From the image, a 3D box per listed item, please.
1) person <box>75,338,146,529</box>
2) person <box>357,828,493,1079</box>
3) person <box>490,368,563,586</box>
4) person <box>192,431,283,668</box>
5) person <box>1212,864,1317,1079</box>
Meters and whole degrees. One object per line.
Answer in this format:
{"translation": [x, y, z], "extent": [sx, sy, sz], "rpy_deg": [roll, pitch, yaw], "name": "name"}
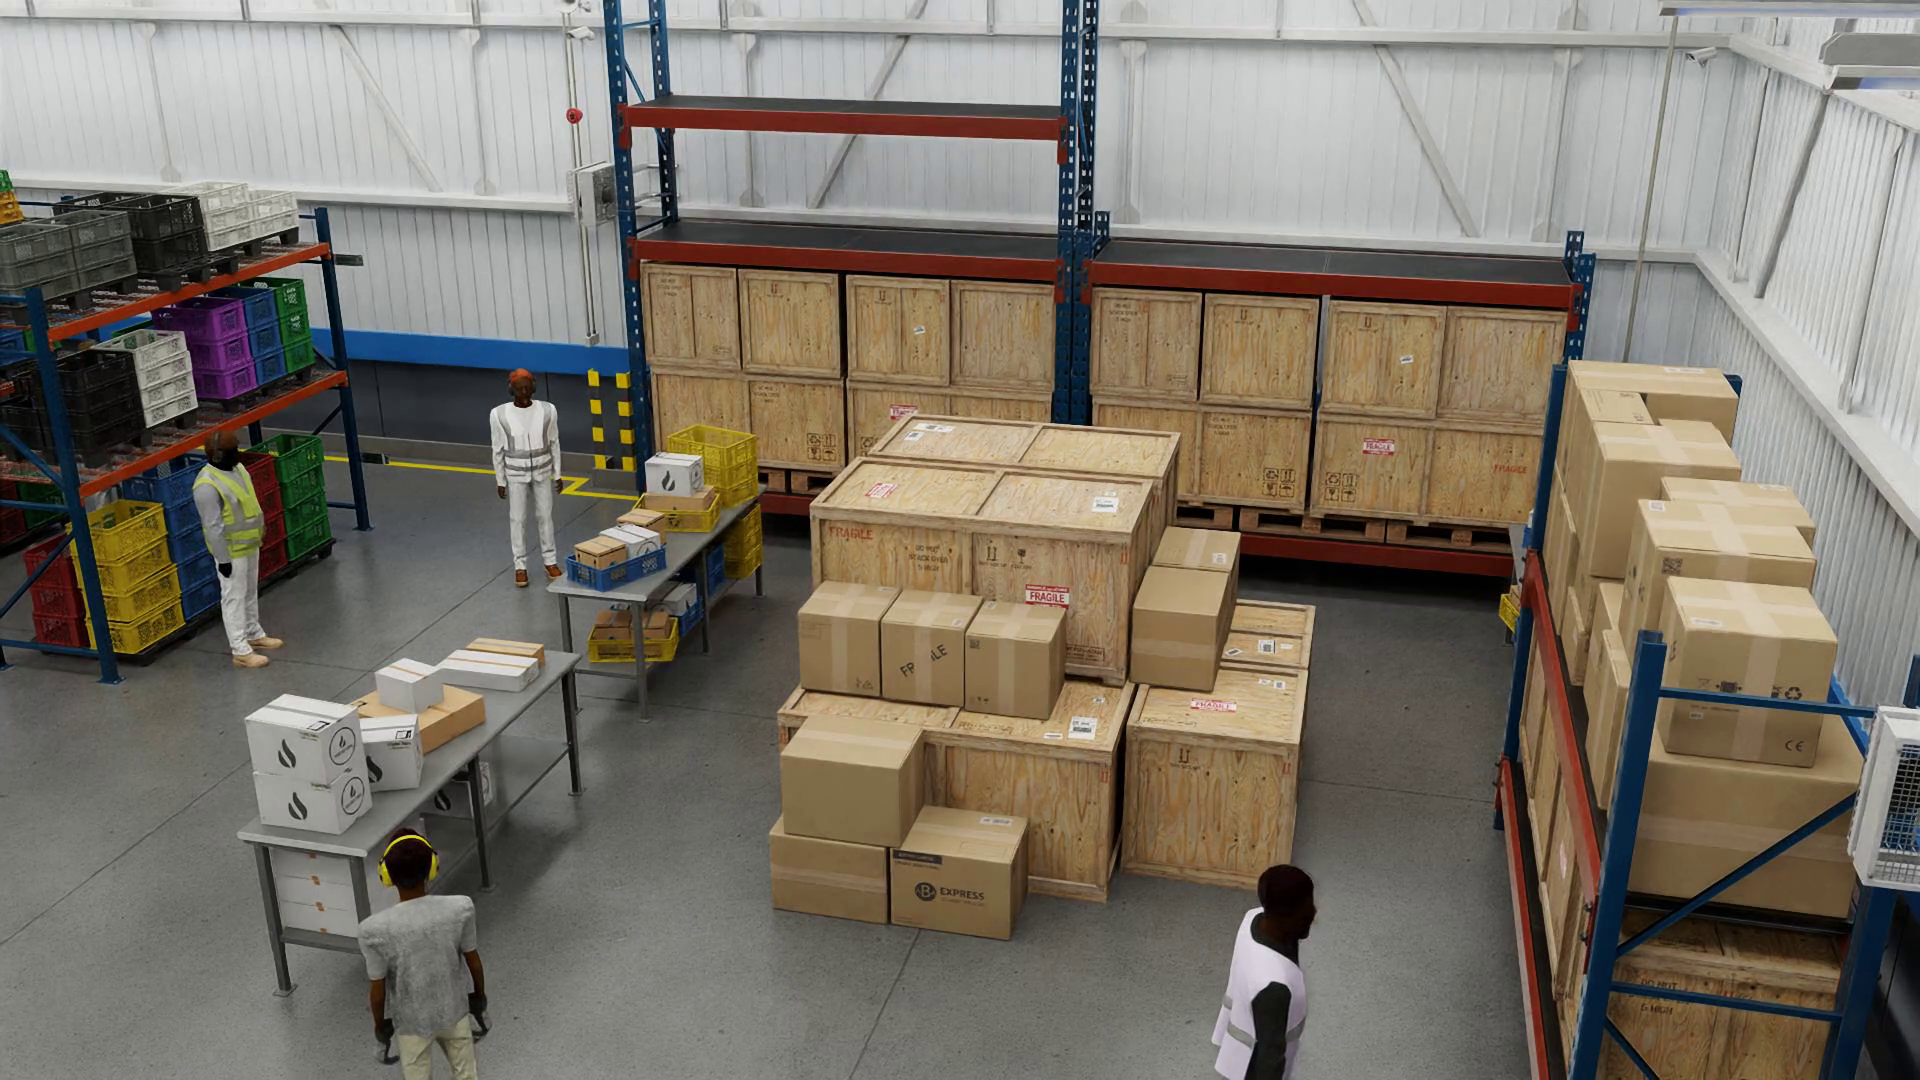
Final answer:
{"translation": [-7.650, -0.853, 14.922], "extent": [0.635, 1.937, 0.352], "rpy_deg": [-9, 23, -21], "name": "person"}
{"translation": [-2.317, 2.100, 7.291], "extent": [0.509, 1.872, 0.328], "rpy_deg": [-11, 24, -27], "name": "person"}
{"translation": [-3.673, -0.541, 14.180], "extent": [0.574, 1.885, 0.355], "rpy_deg": [-10, 23, -25], "name": "person"}
{"translation": [-5.509, 0.053, 12.686], "extent": [0.429, 1.841, 0.632], "rpy_deg": [0, 21, -1], "name": "person"}
{"translation": [1.255, 2.199, 6.964], "extent": [0.398, 1.920, 0.590], "rpy_deg": [1, 21, 3], "name": "person"}
